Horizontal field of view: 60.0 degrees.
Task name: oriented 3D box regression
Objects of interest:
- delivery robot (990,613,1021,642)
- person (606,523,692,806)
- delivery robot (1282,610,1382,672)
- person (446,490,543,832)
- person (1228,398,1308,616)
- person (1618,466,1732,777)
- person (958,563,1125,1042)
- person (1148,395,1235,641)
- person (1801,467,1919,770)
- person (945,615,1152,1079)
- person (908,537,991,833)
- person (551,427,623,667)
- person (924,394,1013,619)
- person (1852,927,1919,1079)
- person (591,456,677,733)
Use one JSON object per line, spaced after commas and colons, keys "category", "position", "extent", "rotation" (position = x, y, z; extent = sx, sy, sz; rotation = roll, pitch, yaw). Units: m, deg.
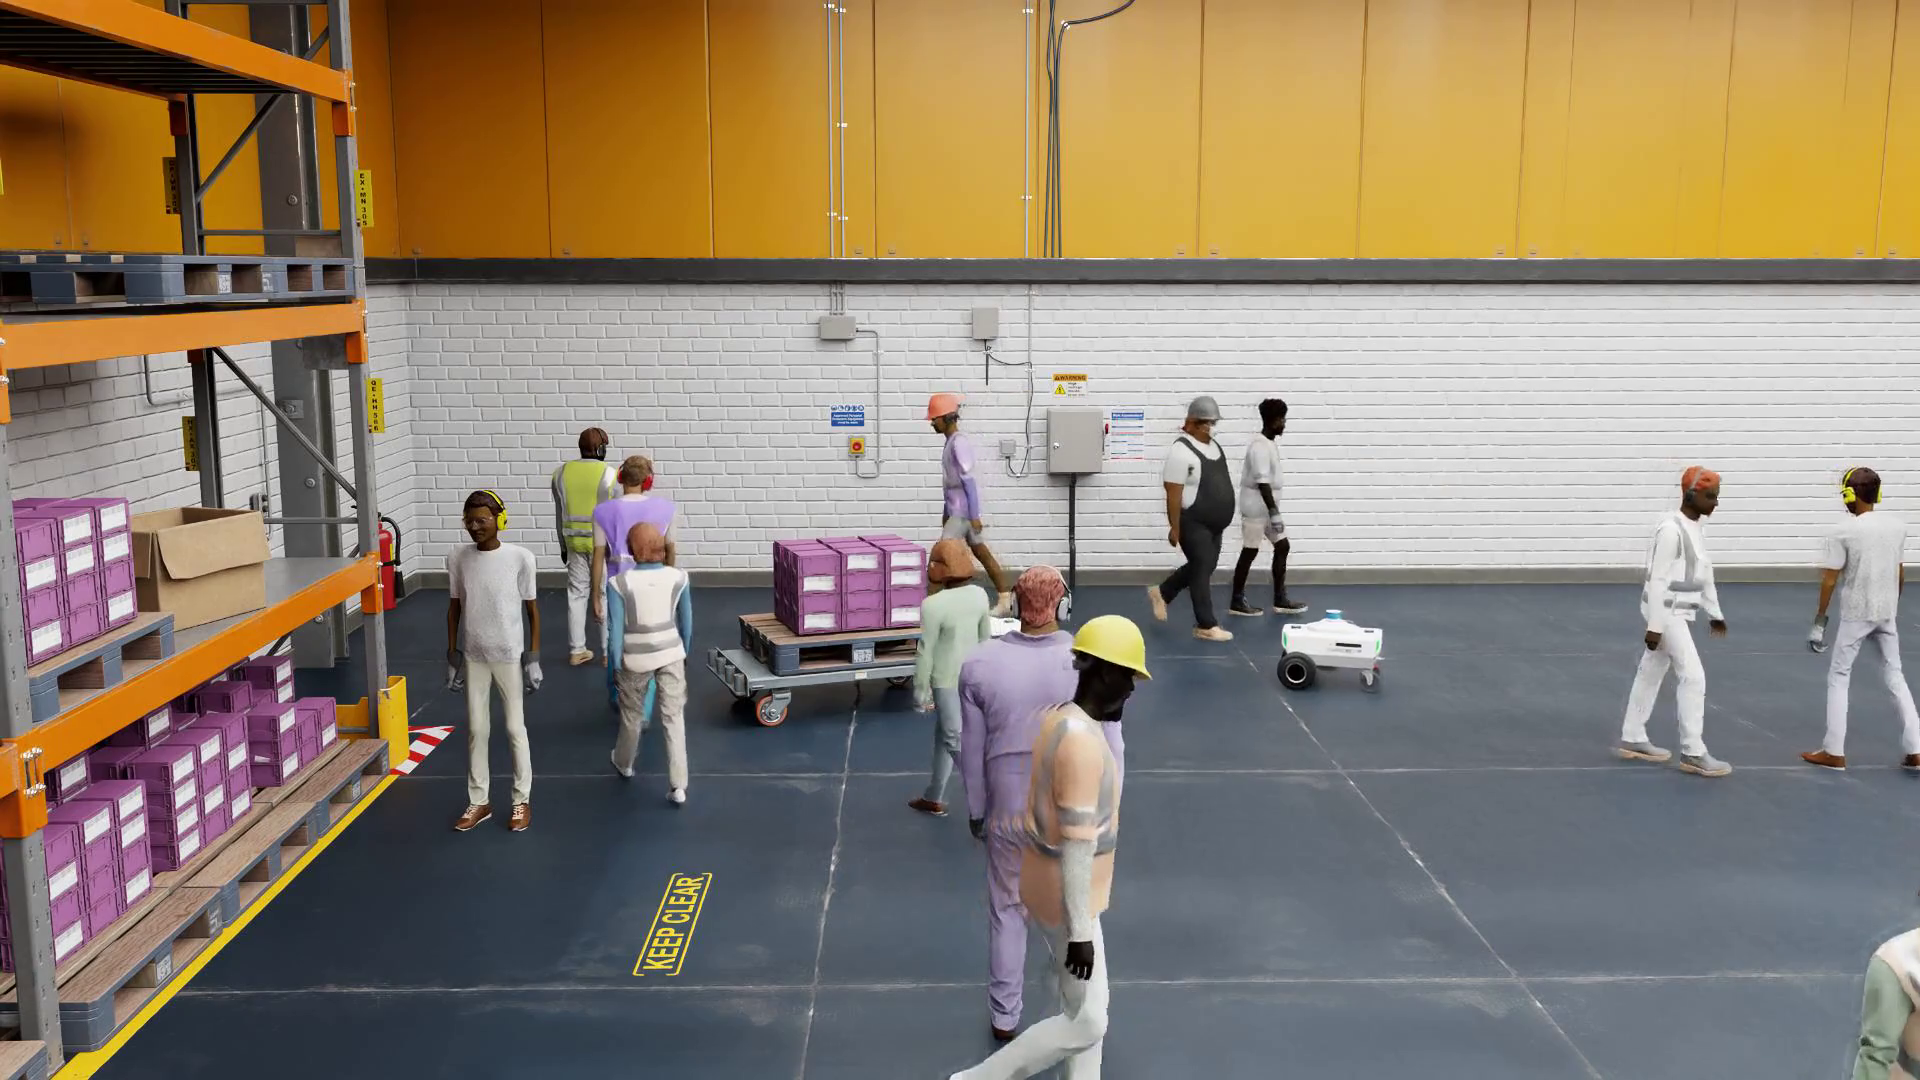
{"category": "delivery robot", "position": [0.117, 0.717, 12.285], "extent": [0.707, 0.478, 0.477], "rotation": [-3, 10, -16]}
{"category": "person", "position": [-1.789, 0.688, 9.586], "extent": [0.525, 1.585, 0.893], "rotation": [-4, 10, -24]}
{"category": "delivery robot", "position": [2.705, 0.750, 12.082], "extent": [0.707, 0.478, 0.477], "rotation": [3, 10, 15]}
{"category": "person", "position": [-2.518, 0.649, 8.973], "extent": [0.535, 1.868, 0.309], "rotation": [1, 9, 4]}
{"category": "person", "position": [2.710, -0.264, 14.397], "extent": [0.824, 1.920, 0.621], "rotation": [4, 10, 22]}
{"category": "person", "position": [4.404, 0.477, 10.037], "extent": [0.795, 1.851, 0.605], "rotation": [6, 11, 32]}
{"category": "person", "position": [0.323, 1.034, 6.503], "extent": [0.642, 1.906, 0.410], "rotation": [2, 9, 11]}
{"category": "person", "position": [1.905, -0.213, 13.729], "extent": [0.813, 2.000, 0.688], "rotation": [7, 11, 36]}
{"category": "person", "position": [5.496, 0.495, 9.991], "extent": [0.745, 1.848, 0.535], "rotation": [-1, 9, -4]}
{"category": "person", "position": [0.326, 1.196, 5.573], "extent": [0.640, 1.878, 0.679], "rotation": [0, 9, 3]}
{"category": "person", "position": [0.008, 0.785, 8.982], "extent": [0.830, 1.600, 0.506], "rotation": [8, 12, 41]}
{"category": "person", "position": [-2.785, 0.058, 12.711], "extent": [0.623, 1.838, 0.429], "rotation": [2, 10, 15]}
{"category": "person", "position": [-0.006, -0.272, 14.310], "extent": [1.102, 1.965, 0.664], "rotation": [0, 9, -1]}
{"category": "person", "position": [2.559, 1.525, 4.418], "extent": [0.521, 1.610, 0.771], "rotation": [-2, 9, -12]}
{"category": "person", "position": [-2.182, 0.333, 11.134], "extent": [0.576, 1.787, 0.957], "rotation": [-3, 10, -15]}
